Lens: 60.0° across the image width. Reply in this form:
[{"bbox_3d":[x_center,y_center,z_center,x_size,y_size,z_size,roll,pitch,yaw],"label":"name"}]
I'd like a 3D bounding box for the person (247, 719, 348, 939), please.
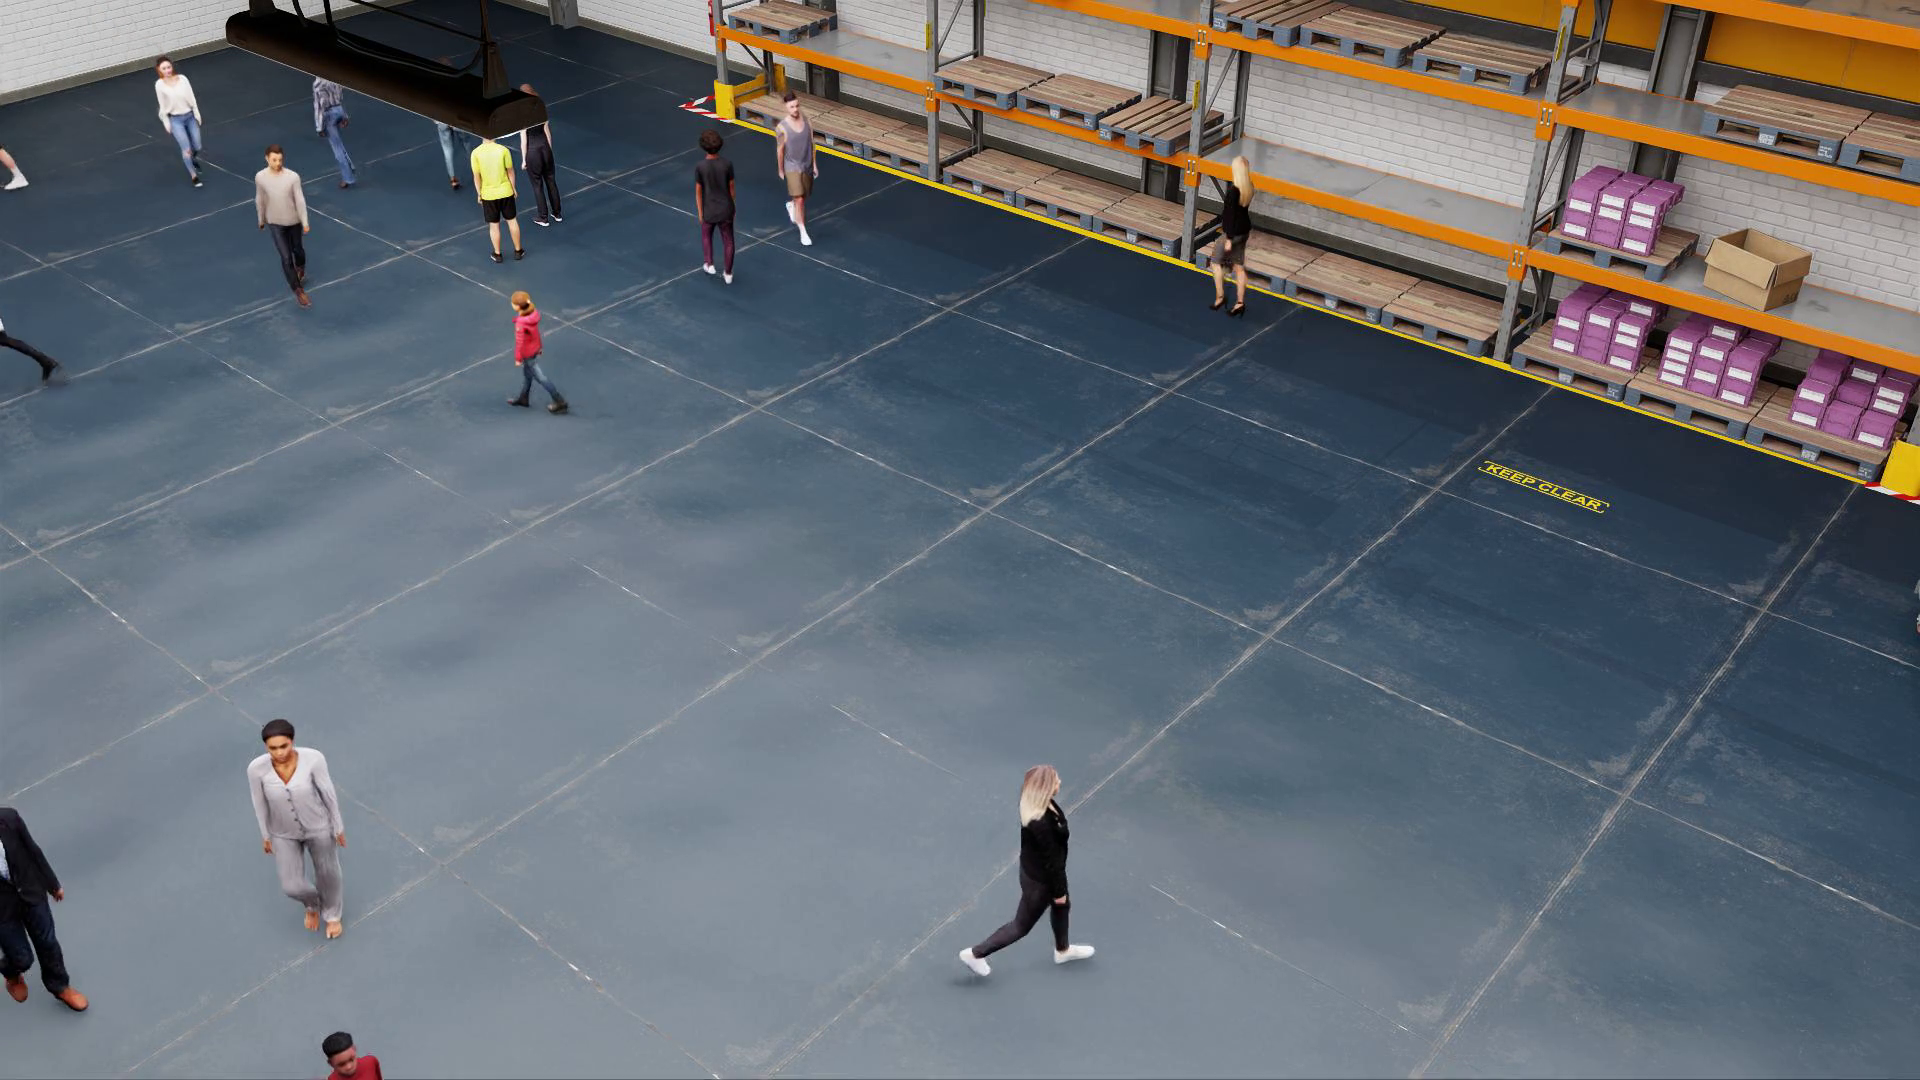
[{"bbox_3d":[-4.213,1.786,10.638,0.787,1.727,0.812,-11,35,-16],"label":"person"}]

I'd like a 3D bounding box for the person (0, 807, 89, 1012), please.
[{"bbox_3d":[-5.768,2.147,10.040,0.822,1.787,0.729,20,38,27],"label":"person"}]

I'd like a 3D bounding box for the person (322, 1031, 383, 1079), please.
[{"bbox_3d":[-3.316,3.117,9.075,0.597,1.240,0.915,-26,41,-33],"label":"person"}]

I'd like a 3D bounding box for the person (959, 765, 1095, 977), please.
[{"bbox_3d":[0.403,2.088,10.249,1.147,1.655,1.085,-3,34,-4],"label":"person"}]

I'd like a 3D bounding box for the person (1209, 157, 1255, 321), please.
[{"bbox_3d":[3.084,-3.255,18.135,0.678,1.823,0.647,24,40,31],"label":"person"}]

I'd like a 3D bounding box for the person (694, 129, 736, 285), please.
[{"bbox_3d":[-2.760,-3.769,18.960,0.810,1.765,0.887,-8,34,-12],"label":"person"}]

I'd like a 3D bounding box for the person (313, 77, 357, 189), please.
[{"bbox_3d":[-7.973,-5.375,21.359,0.774,1.785,0.771,8,34,12],"label":"person"}]

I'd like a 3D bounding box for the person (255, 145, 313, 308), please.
[{"bbox_3d":[-7.571,-3.570,18.626,1.067,1.805,1.312,-9,35,-13],"label":"person"}]

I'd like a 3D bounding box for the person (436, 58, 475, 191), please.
[{"bbox_3d":[-6.562,-5.324,21.410,1.079,1.644,1.061,2,34,4],"label":"person"}]

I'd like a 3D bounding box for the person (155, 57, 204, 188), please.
[{"bbox_3d":[-10.103,-5.440,21.549,0.713,1.681,0.785,-24,40,-31],"label":"person"}]

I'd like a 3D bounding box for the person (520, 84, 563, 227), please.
[{"bbox_3d":[-5.182,-4.734,20.432,0.608,1.743,0.527,-28,43,-36],"label":"person"}]

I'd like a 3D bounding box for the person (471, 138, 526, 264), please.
[{"bbox_3d":[-5.434,-4.097,19.508,0.698,1.706,0.708,-10,35,-15],"label":"person"}]

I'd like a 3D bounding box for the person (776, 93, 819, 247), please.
[{"bbox_3d":[-1.981,-4.547,20.189,0.882,1.819,1.223,-18,38,-25],"label":"person"}]

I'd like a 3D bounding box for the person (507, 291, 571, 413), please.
[{"bbox_3d":[-4.199,-1.840,16.489,0.972,1.288,0.817,5,34,7],"label":"person"}]
